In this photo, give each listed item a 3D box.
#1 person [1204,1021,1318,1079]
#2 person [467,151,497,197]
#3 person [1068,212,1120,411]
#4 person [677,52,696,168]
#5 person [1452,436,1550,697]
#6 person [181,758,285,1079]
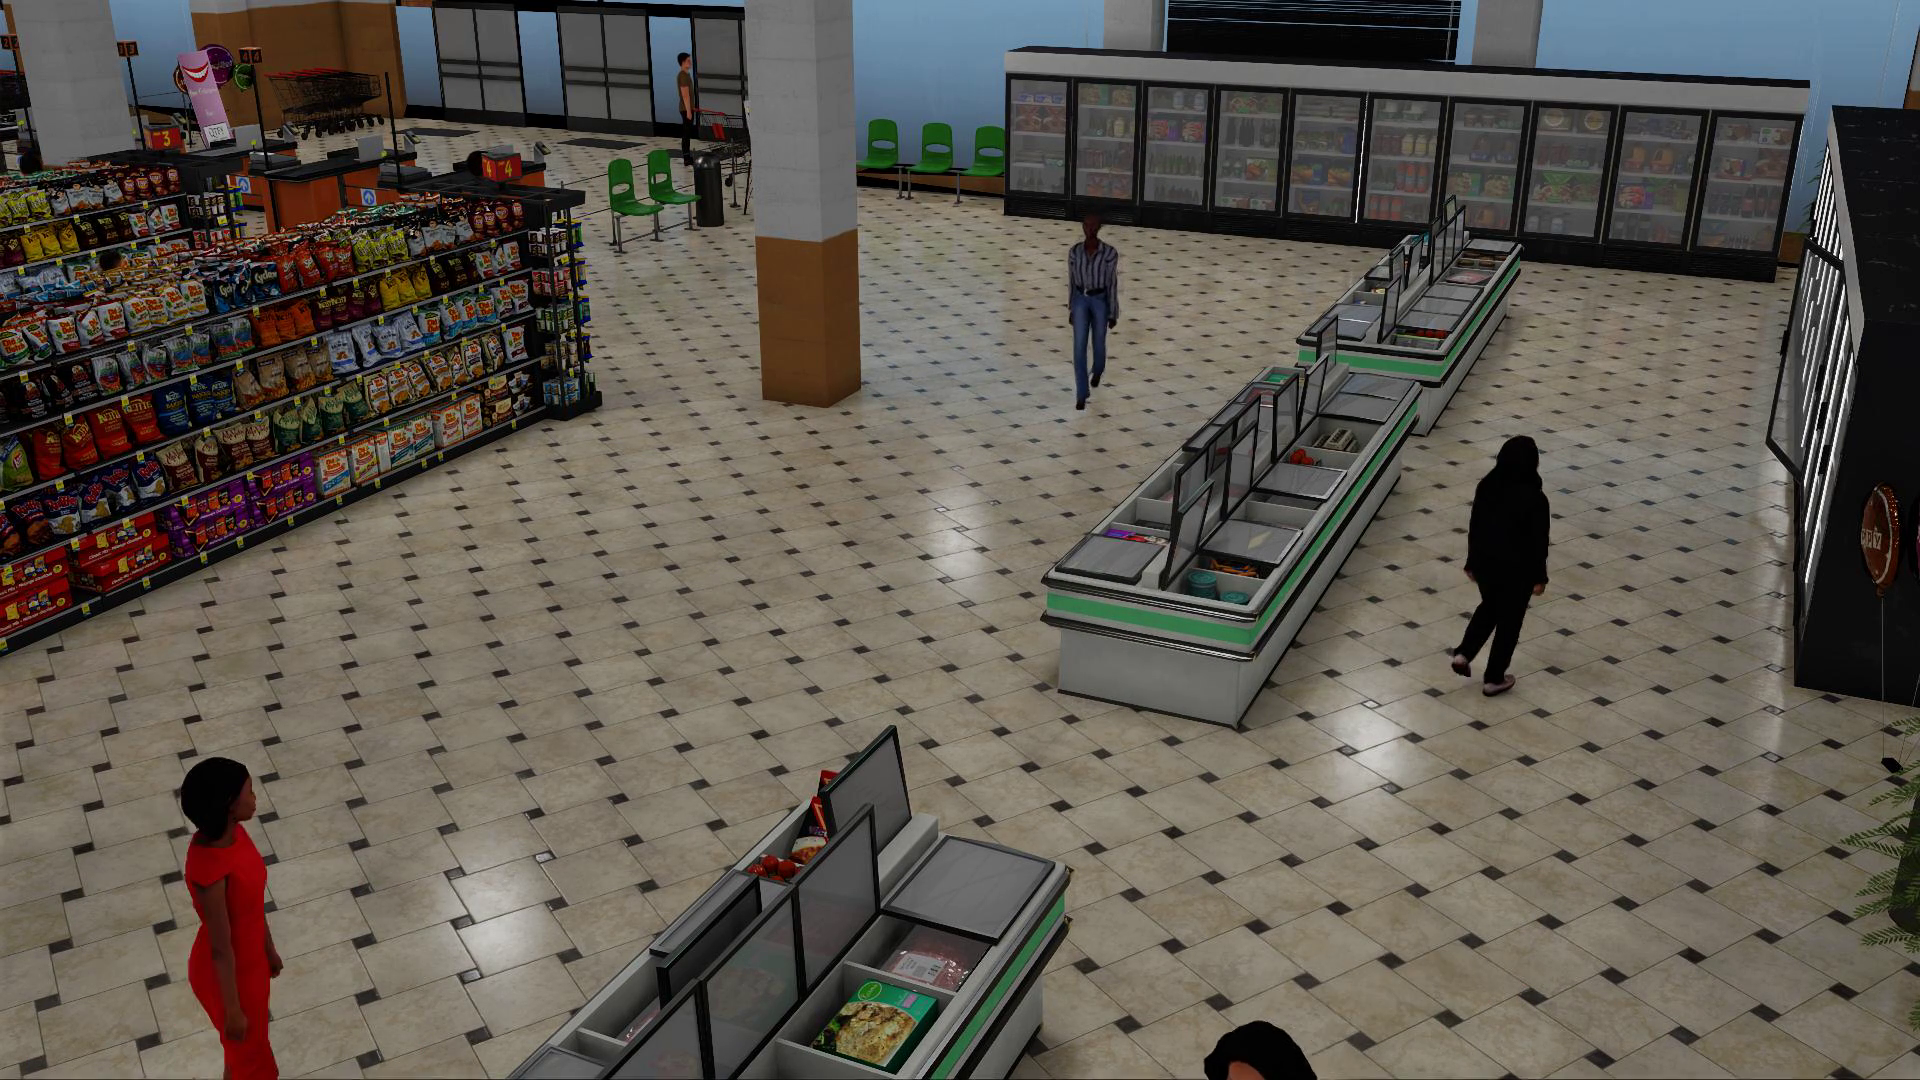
[{"bbox_3d":[0.896,2.082,4.799,0.656,1.821,0.617,11,25,26],"label":"person"},{"bbox_3d":[-5.452,-3.606,19.106,0.716,1.710,0.625,-4,22,-10],"label":"person"},{"bbox_3d":[1.231,-2.125,15.362,0.816,1.754,1.185,4,22,11],"label":"person"},{"bbox_3d":[-4.592,-7.242,27.964,0.809,1.852,0.686,-2,22,-4],"label":"person"},{"bbox_3d":[3.161,0.188,9.804,0.862,1.605,0.804,-15,26,-33],"label":"person"},{"bbox_3d":[-2.679,1.637,6.054,0.891,1.712,0.780,1,22,3],"label":"person"}]
